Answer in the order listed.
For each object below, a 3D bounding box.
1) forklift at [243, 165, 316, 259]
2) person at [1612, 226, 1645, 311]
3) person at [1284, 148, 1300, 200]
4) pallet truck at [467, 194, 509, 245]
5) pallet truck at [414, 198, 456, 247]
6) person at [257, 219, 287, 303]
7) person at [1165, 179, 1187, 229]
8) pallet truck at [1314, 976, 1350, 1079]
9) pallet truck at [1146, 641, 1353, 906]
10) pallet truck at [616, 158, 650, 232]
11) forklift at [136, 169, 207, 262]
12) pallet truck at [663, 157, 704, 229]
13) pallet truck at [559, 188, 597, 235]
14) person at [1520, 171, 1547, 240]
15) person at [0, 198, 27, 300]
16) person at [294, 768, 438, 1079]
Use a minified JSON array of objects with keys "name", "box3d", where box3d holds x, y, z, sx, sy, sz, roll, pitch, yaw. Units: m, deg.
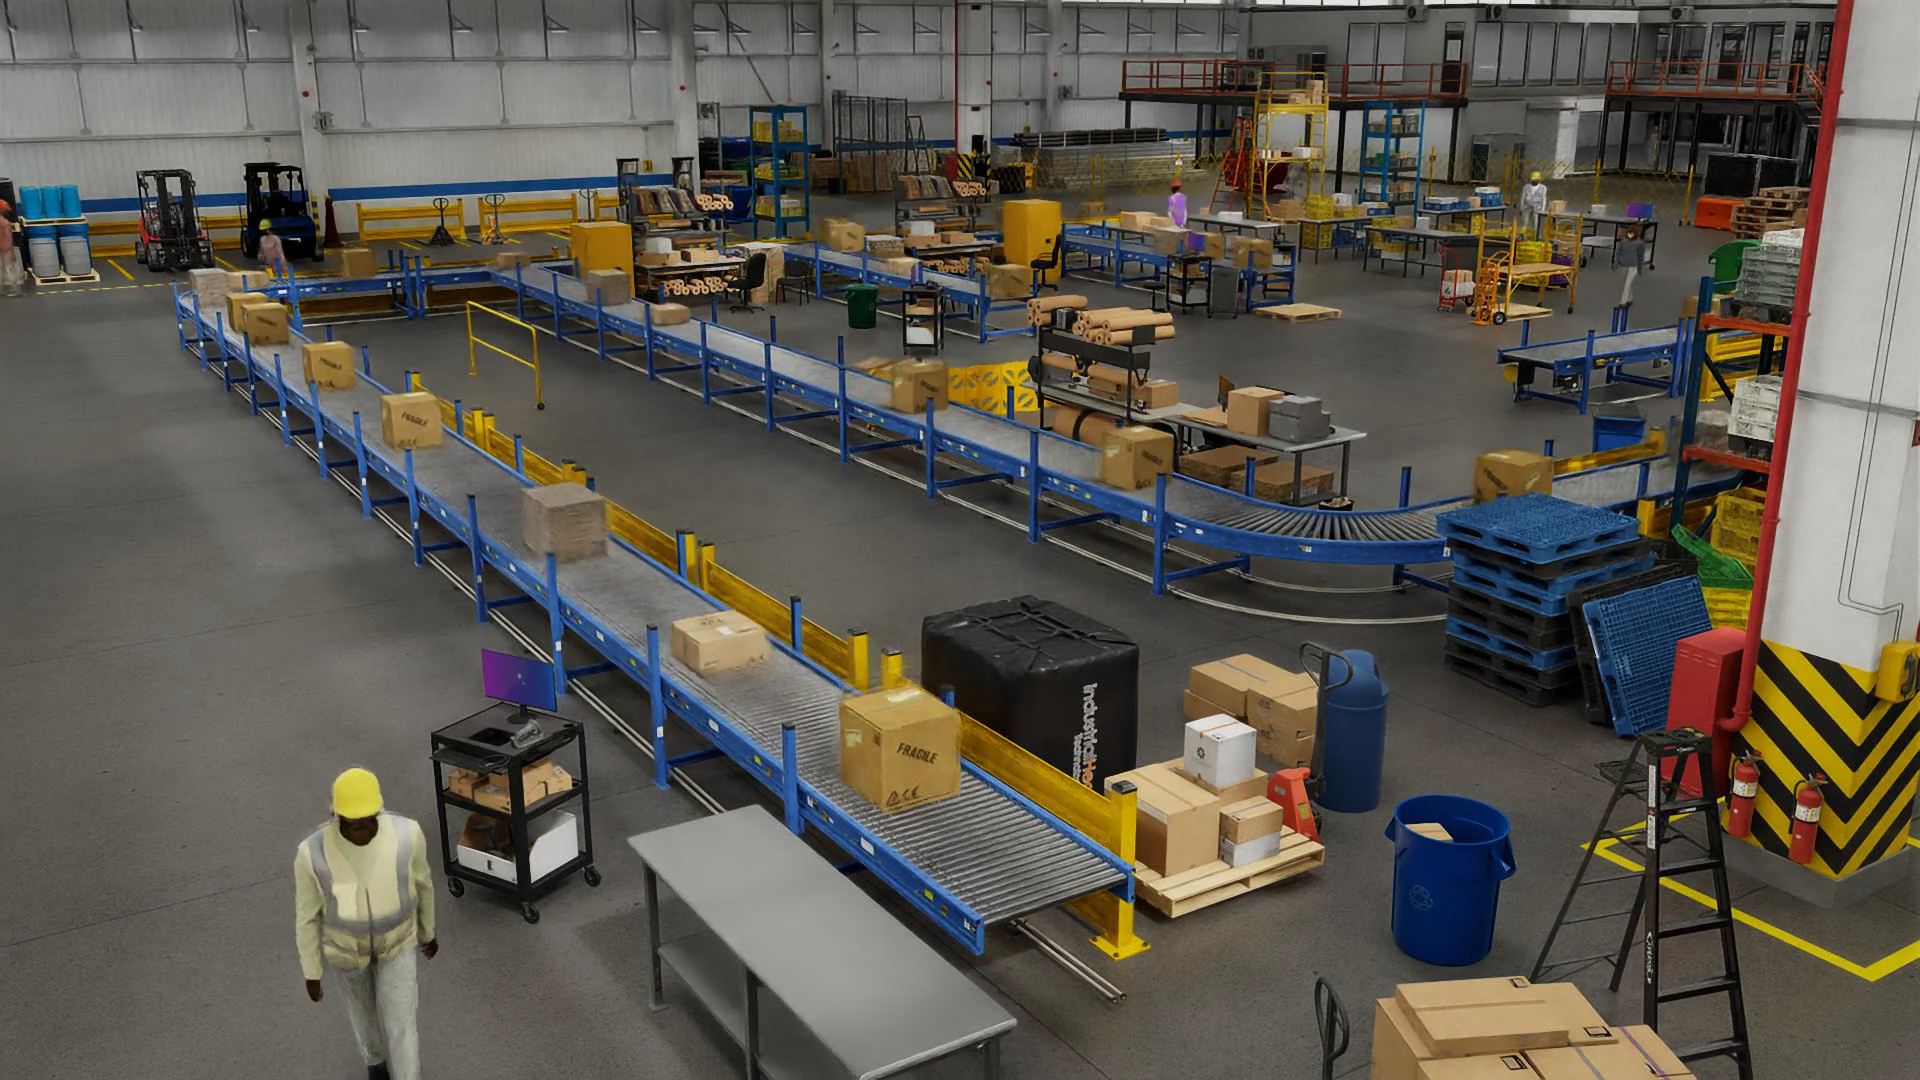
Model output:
[{"name":"forklift","box3d":[-15.898,-7.669,38.708,1.157,1.987,2.680,-11,20,-33]},{"name":"person","box3d":[12.759,-5.194,31.712,0.870,1.594,0.497,-15,22,-41]},{"name":"person","box3d":[10.477,-11.504,52.467,0.506,1.722,0.431,-11,20,-32]},{"name":"pallet truck","box3d":[-11.983,-8.177,42.137,0.704,1.261,1.522,-11,20,-33]},{"name":"pallet truck","box3d":[-13.250,-8.060,41.856,0.680,1.201,1.601,-10,20,-31]},{"name":"person","box3d":[-12.987,-5.162,31.337,0.541,1.742,0.656,10,19,30]},{"name":"person","box3d":[4.950,-7.293,38.107,0.563,1.922,0.479,-8,19,-26]},{"name":"pallet truck","box3d":[2.299,2.390,7.086,1.601,1.201,0.680,-2,17,-7]},{"name":"pallet truck","box3d":[1.664,1.407,10.232,1.630,1.274,0.653,-10,20,-31]},{"name":"pallet truck","box3d":[-8.918,-9.176,44.255,0.823,1.965,1.885,-9,19,-27]},{"name":"forklift","box3d":[-17.842,-7.318,37.559,1.157,1.987,2.680,-10,20,-31]},{"name":"pallet truck","box3d":[-7.586,-9.308,44.692,0.823,1.965,1.885,-11,20,-33]},{"name":"pallet truck","box3d":[-10.010,-8.652,43.699,0.653,1.274,1.630,-10,20,-31]},{"name":"person","box3d":[14.304,-8.280,41.554,0.600,1.830,0.403,7,18,23]},{"name":"person","box3d":[-18.871,-5.744,32.840,0.622,1.992,0.396,7,18,23]},{"name":"person","box3d":[-2.745,1.905,7.741,0.621,1.780,0.915,-7,18,-21]}]
